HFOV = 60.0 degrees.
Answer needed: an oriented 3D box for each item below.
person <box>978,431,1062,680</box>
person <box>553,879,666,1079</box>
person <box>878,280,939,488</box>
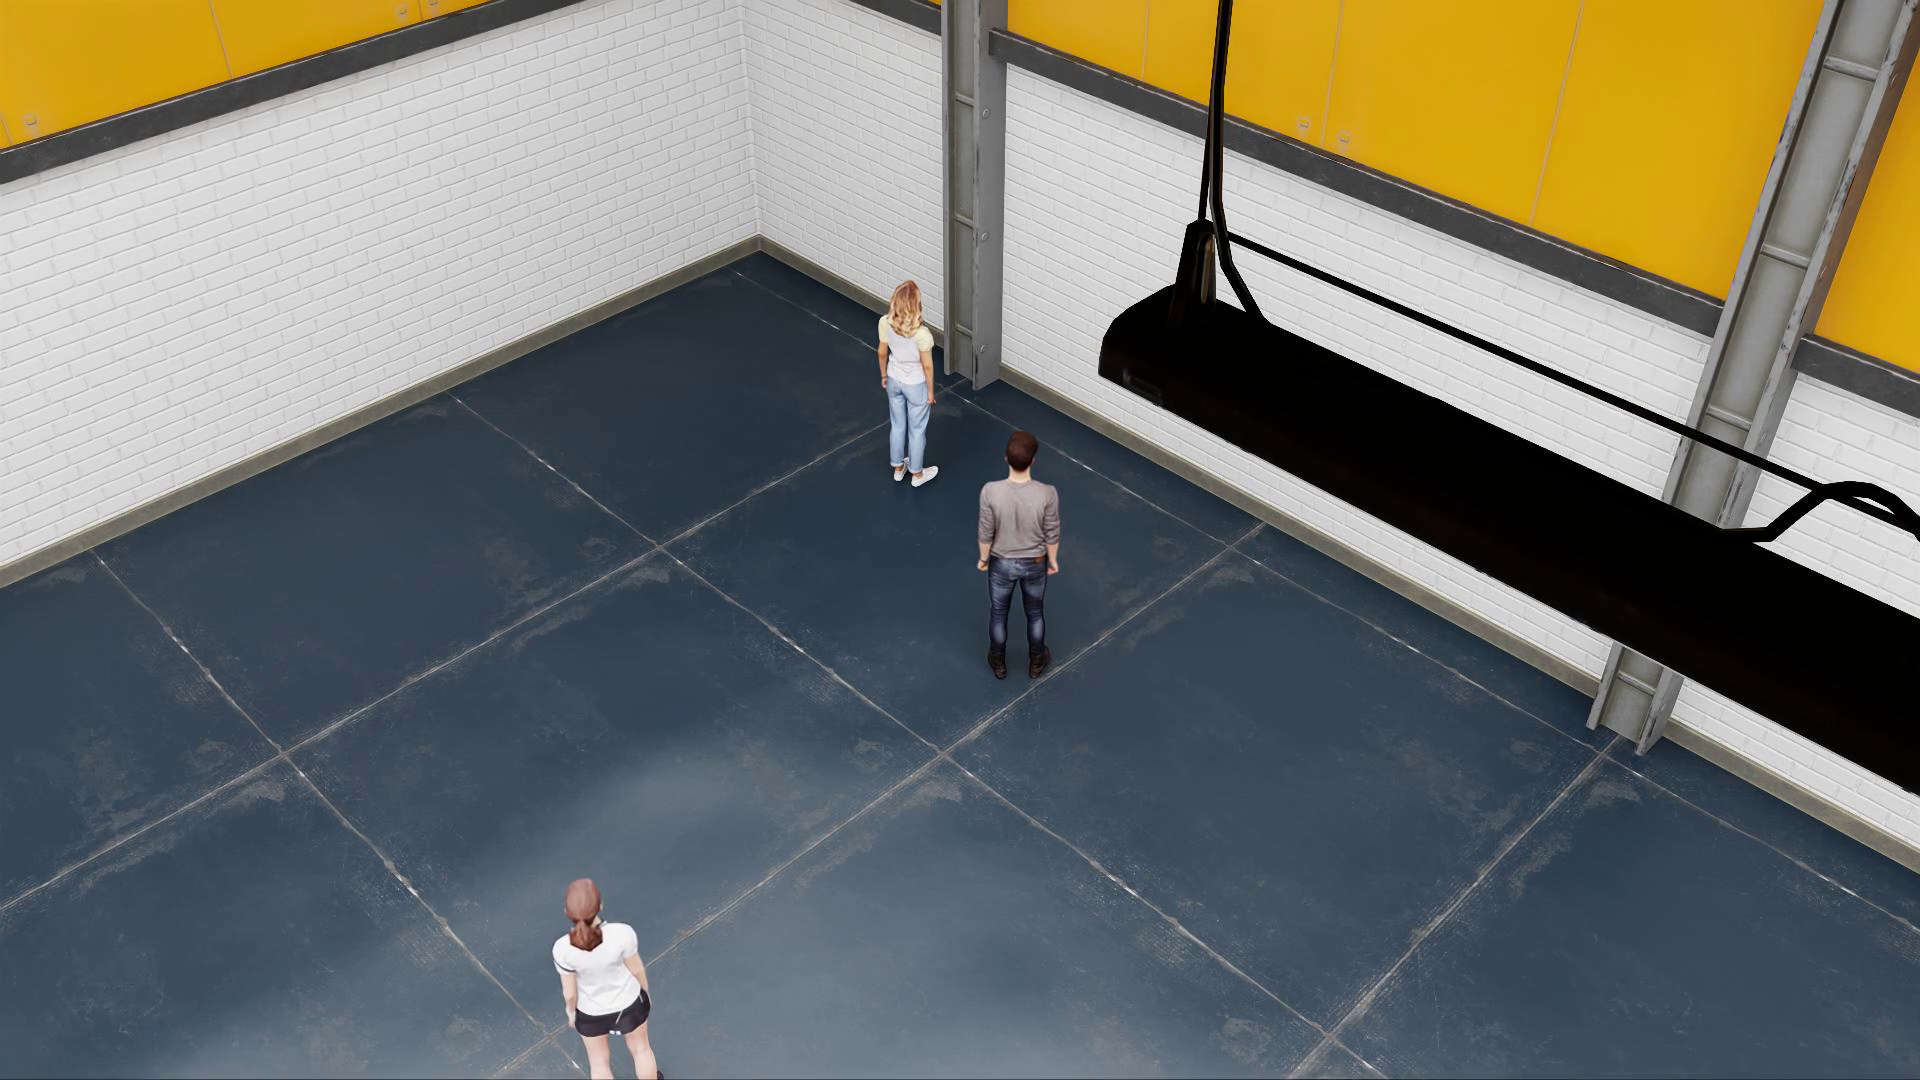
[{"bbox_3d":[0.377,0.131,10.726,0.760,1.904,0.825,1,39,1],"label":"person"},{"bbox_3d":[-1.725,2.278,8.159,0.661,1.752,0.690,-11,40,-14],"label":"person"},{"bbox_3d":[-0.392,-1.172,12.504,0.562,1.722,0.739,20,43,23],"label":"person"}]
